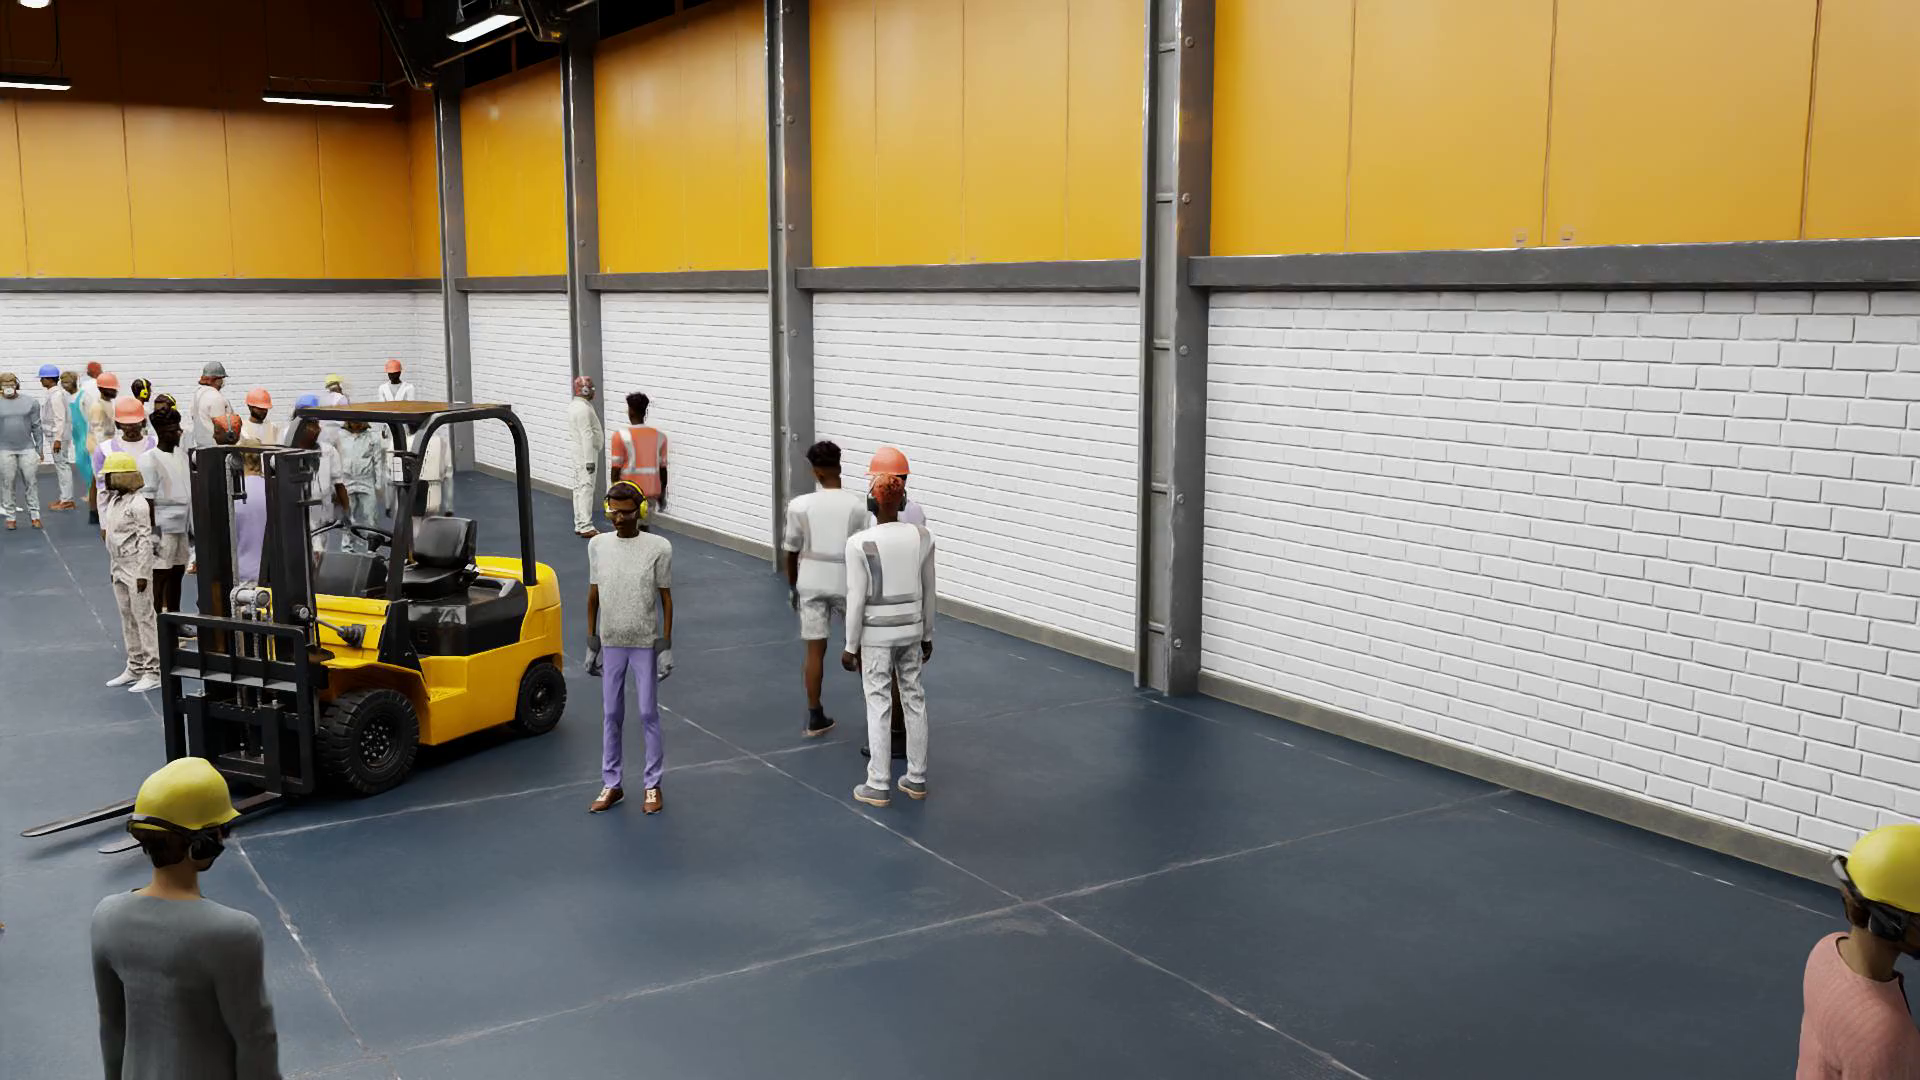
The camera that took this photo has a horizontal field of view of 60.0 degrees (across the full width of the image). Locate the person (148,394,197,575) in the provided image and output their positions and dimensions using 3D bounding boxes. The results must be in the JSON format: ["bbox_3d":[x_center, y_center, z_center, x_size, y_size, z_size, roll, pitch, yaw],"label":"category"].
[{"bbox_3d":[-8.058,-0.566,17.041,0.512,1.861,0.325,1,8,4],"label":"person"}]

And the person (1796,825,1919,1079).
[{"bbox_3d":[1.988,1.470,3.675,0.342,1.754,0.531,2,9,16],"label":"person"}]

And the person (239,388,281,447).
[{"bbox_3d":[-7.141,-0.592,16.982,0.390,1.925,0.550,7,11,39],"label":"person"}]

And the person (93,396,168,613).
[{"bbox_3d":[-6.879,-0.189,13.940,0.612,2.029,0.407,-6,10,-33],"label":"person"}]

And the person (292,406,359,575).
[{"bbox_3d":[-5.591,-0.206,14.413,0.984,1.912,0.619,5,10,32],"label":"person"}]

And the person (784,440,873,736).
[{"bbox_3d":[-0.820,0.292,11.048,0.644,1.918,0.808,0,8,3],"label":"person"}]

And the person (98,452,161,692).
[{"bbox_3d":[-6.035,0.228,12.065,0.491,1.744,0.295,7,11,38],"label":"person"}]

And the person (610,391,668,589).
[{"bbox_3d":[-3.058,-0.467,16.068,0.610,1.945,0.783,-8,12,-44],"label":"person"}]

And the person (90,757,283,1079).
[{"bbox_3d":[-1.875,1.405,4.100,0.527,1.760,0.337,4,9,23],"label":"person"}]

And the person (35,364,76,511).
[{"bbox_3d":[-11.989,-1.358,22.067,0.400,1.945,0.615,-5,10,-29],"label":"person"}]

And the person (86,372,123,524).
[{"bbox_3d":[-10.601,-1.123,20.664,0.612,1.903,0.542,-3,9,-18],"label":"person"}]

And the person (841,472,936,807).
[{"bbox_3d":[-0.397,0.557,9.378,0.573,1.883,0.354,-5,10,-31],"label":"person"}]

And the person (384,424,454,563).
[{"bbox_3d":[-5.019,-0.336,15.409,0.495,1.895,0.606,8,12,43],"label":"person"}]

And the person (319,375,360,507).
[{"bbox_3d":[-8.375,-1.332,22.489,0.678,1.782,0.406,7,11,41],"label":"person"}]

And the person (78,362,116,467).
[{"bbox_3d":[-13.163,-1.801,25.440,0.603,1.826,1.025,-2,9,-12],"label":"person"}]

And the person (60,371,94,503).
[{"bbox_3d":[-12.120,-1.418,22.902,0.535,1.816,0.508,4,9,27],"label":"person"}]

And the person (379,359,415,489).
[{"bbox_3d":[-8.217,-1.677,24.305,0.539,1.929,0.387,0,8,1],"label":"person"}]

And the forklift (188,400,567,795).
[{"bbox_3d":[-3.529,0.258,10.348,1.214,2.155,2.313,4,9,25],"label":"forklift"}]

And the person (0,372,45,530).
[{"bbox_3d":[-11.523,-1.079,20.280,0.636,1.928,0.386,-6,10,-34],"label":"person"}]

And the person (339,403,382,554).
[{"bbox_3d":[-6.309,-0.566,17.443,0.484,1.736,0.308,-2,9,-14],"label":"person"}]

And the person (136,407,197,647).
[{"bbox_3d":[-6.463,-0.111,13.599,0.369,1.965,0.609,1,8,5],"label":"person"}]

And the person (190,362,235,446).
[{"bbox_3d":[-9.292,-1.224,20.855,0.688,2.000,0.536,8,12,43],"label":"person"}]

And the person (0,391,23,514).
[{"bbox_3d":[-12.531,-1.213,21.774,0.308,1.744,0.485,0,8,2],"label":"person"}]

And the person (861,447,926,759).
[{"bbox_3d":[-0.433,0.388,10.334,0.360,1.936,0.552,4,9,24],"label":"person"}]

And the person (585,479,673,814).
[{"bbox_3d":[-1.839,0.591,9.218,0.507,1.865,0.329,1,8,6],"label":"person"}]

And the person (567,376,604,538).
[{"bbox_3d":[-4.403,-0.980,19.647,0.408,1.913,0.644,-4,9,-23],"label":"person"}]

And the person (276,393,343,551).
[{"bbox_3d":[-6.377,-0.486,16.312,0.619,1.903,0.859,-3,9,-21],"label":"person"}]
